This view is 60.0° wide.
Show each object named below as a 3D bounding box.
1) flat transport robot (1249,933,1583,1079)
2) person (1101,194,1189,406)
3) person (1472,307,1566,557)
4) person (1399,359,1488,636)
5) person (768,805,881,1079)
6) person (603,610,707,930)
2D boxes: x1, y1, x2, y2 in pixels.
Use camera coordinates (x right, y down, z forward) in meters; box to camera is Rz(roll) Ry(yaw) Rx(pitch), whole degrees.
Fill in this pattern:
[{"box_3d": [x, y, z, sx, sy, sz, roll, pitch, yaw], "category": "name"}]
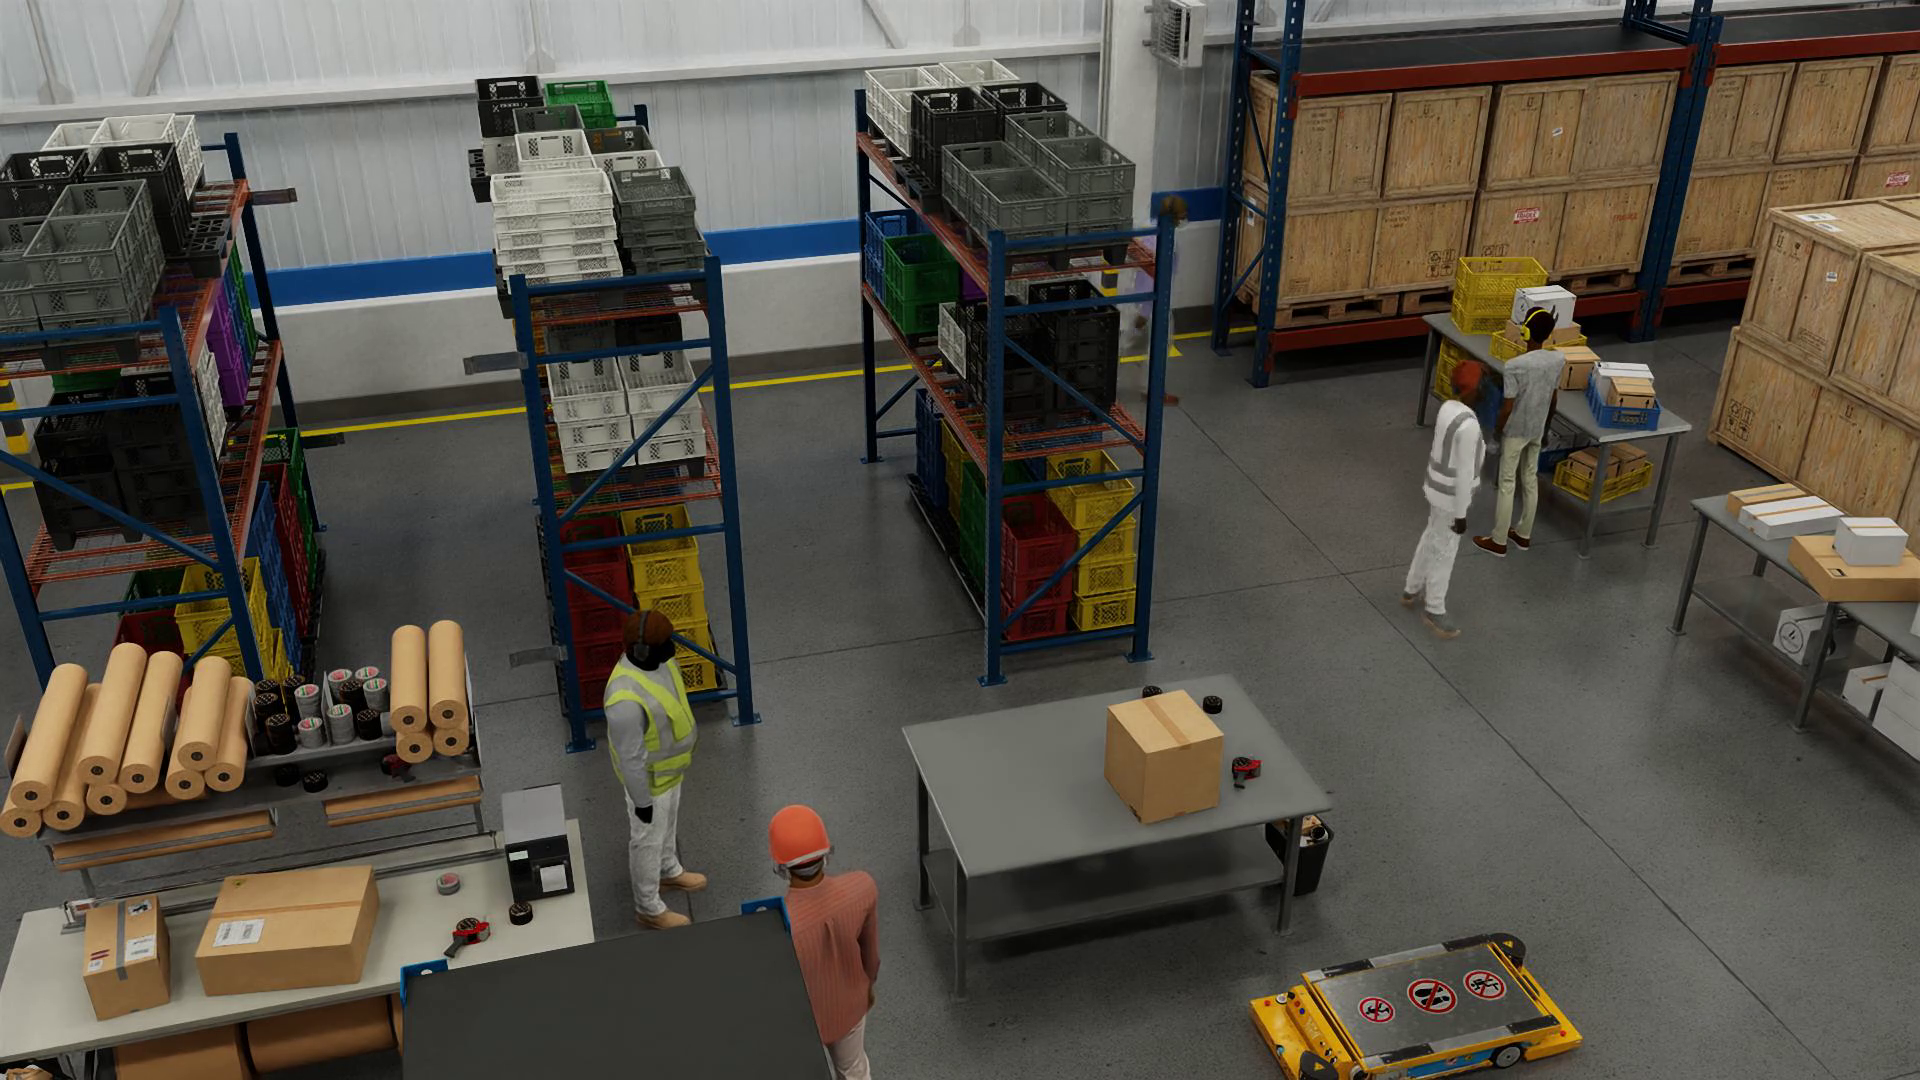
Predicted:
[{"box_3d": [2.184, 2.282, 7.980, 1.431, 0.197, 0.652, -8, 30, -14], "category": "flat transport robot"}, {"box_3d": [1.520, -2.038, 14.179, 0.764, 1.903, 0.668, -2, 29, -4], "category": "person"}, {"box_3d": [3.996, -0.766, 11.878, 0.519, 1.873, 0.335, -10, 30, -18], "category": "person"}, {"box_3d": [3.236, -0.287, 11.028, 0.346, 1.856, 0.682, 2, 29, 3], "category": "person"}, {"box_3d": [-0.598, 1.929, 6.856, 0.610, 1.985, 0.392, -22, 36, -35], "category": "person"}, {"box_3d": [-1.536, 1.153, 8.427, 0.429, 1.836, 0.628, 3, 29, 6], "category": "person"}]
